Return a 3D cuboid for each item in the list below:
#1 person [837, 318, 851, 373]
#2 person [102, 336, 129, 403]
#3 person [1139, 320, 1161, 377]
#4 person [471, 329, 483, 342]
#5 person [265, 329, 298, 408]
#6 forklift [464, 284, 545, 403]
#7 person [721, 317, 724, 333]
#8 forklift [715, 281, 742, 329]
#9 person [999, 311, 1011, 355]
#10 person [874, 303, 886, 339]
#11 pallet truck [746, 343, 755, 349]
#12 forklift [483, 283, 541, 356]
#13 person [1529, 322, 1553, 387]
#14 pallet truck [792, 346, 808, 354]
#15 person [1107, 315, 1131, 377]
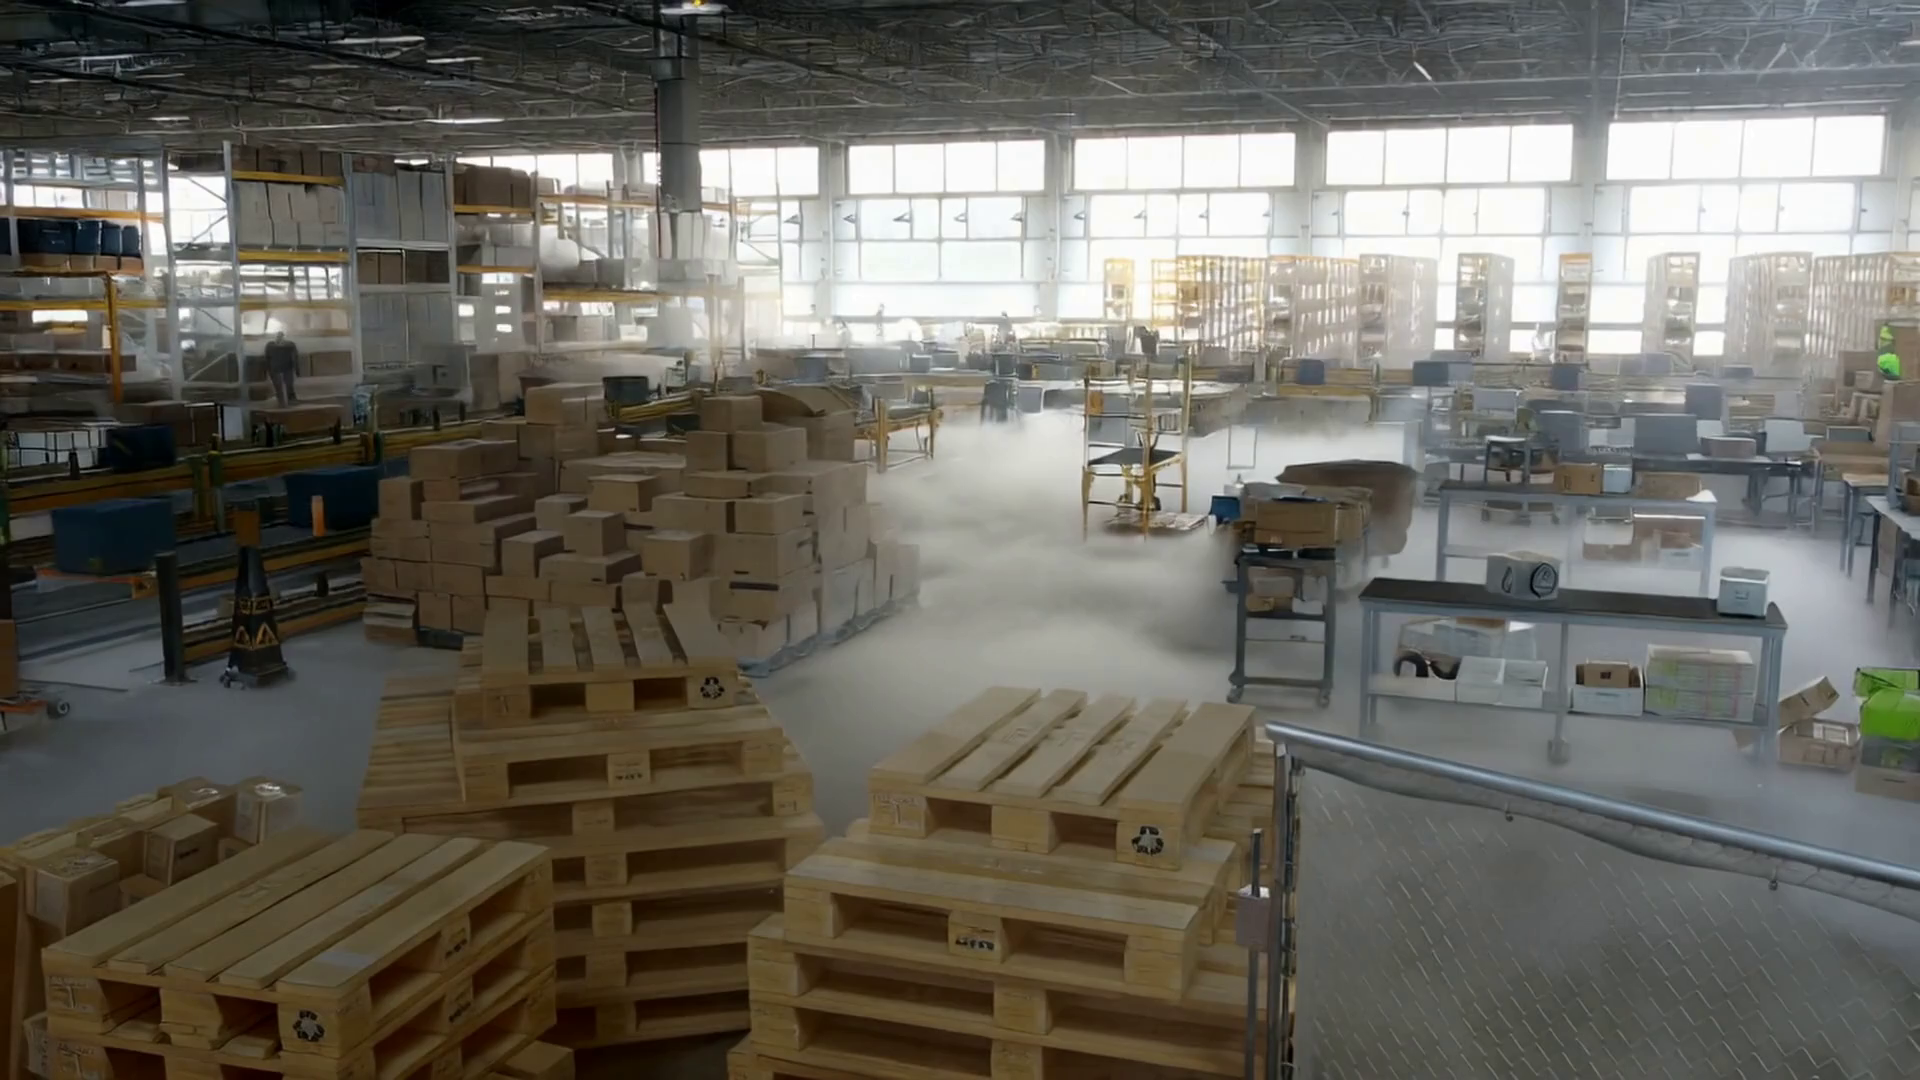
[{"bbox_3d":[-3.326,-5.434,47.525,0.420,1.816,0.611,4,10,21],"label":"person"},{"bbox_3d":[-20.194,-4.072,39.656,0.733,1.608,0.508,1,9,5],"label":"person"},{"bbox_3d":[5.058,-4.934,44.337,0.565,1.837,0.401,0,9,1],"label":"person"},{"bbox_3d":[-12.093,-4.482,41.933,0.536,1.696,0.322,-8,12,-41],"label":"person"},{"bbox_3d":[-14.621,-3.598,35.821,0.642,1.876,0.771,-3,9,-16],"label":"person"},{"bbox_3d":[-10.832,-4.702,39.610,1.129,2.768,1.873,3,10,20],"label":"forklift"},{"bbox_3d":[-6.981,-5.585,48.286,0.623,1.882,1.012,4,10,25],"label":"person"},{"bbox_3d":[-7.781,-7.306,55.965,1.129,2.768,1.873,3,10,20],"label":"forklift"},{"bbox_3d":[1.644,-7.526,60.944,0.485,1.735,0.343,-5,10,-26],"label":"person"},{"bbox_3d":[-3.260,-8.554,66.862,0.881,1.915,0.551,5,10,29],"label":"person"},{"bbox_3d":[-6.183,-4.618,44.264,1.601,1.201,0.680,-9,12,-43],"label":"pallet truck"},{"bbox_3d":[-11.812,-5.257,43.099,1.129,2.768,1.873,3,10,20],"label":"forklift"},{"bbox_3d":[15.625,-4.969,44.727,0.628,1.788,0.577,2,9,12],"label":"person"},{"bbox_3d":[-3.705,-4.298,42.022,0.653,1.274,1.630,3,10,20],"label":"pallet truck"},{"bbox_3d":[4.683,-5.663,48.795,0.659,1.864,0.930,-2,9,-11],"label":"person"}]
